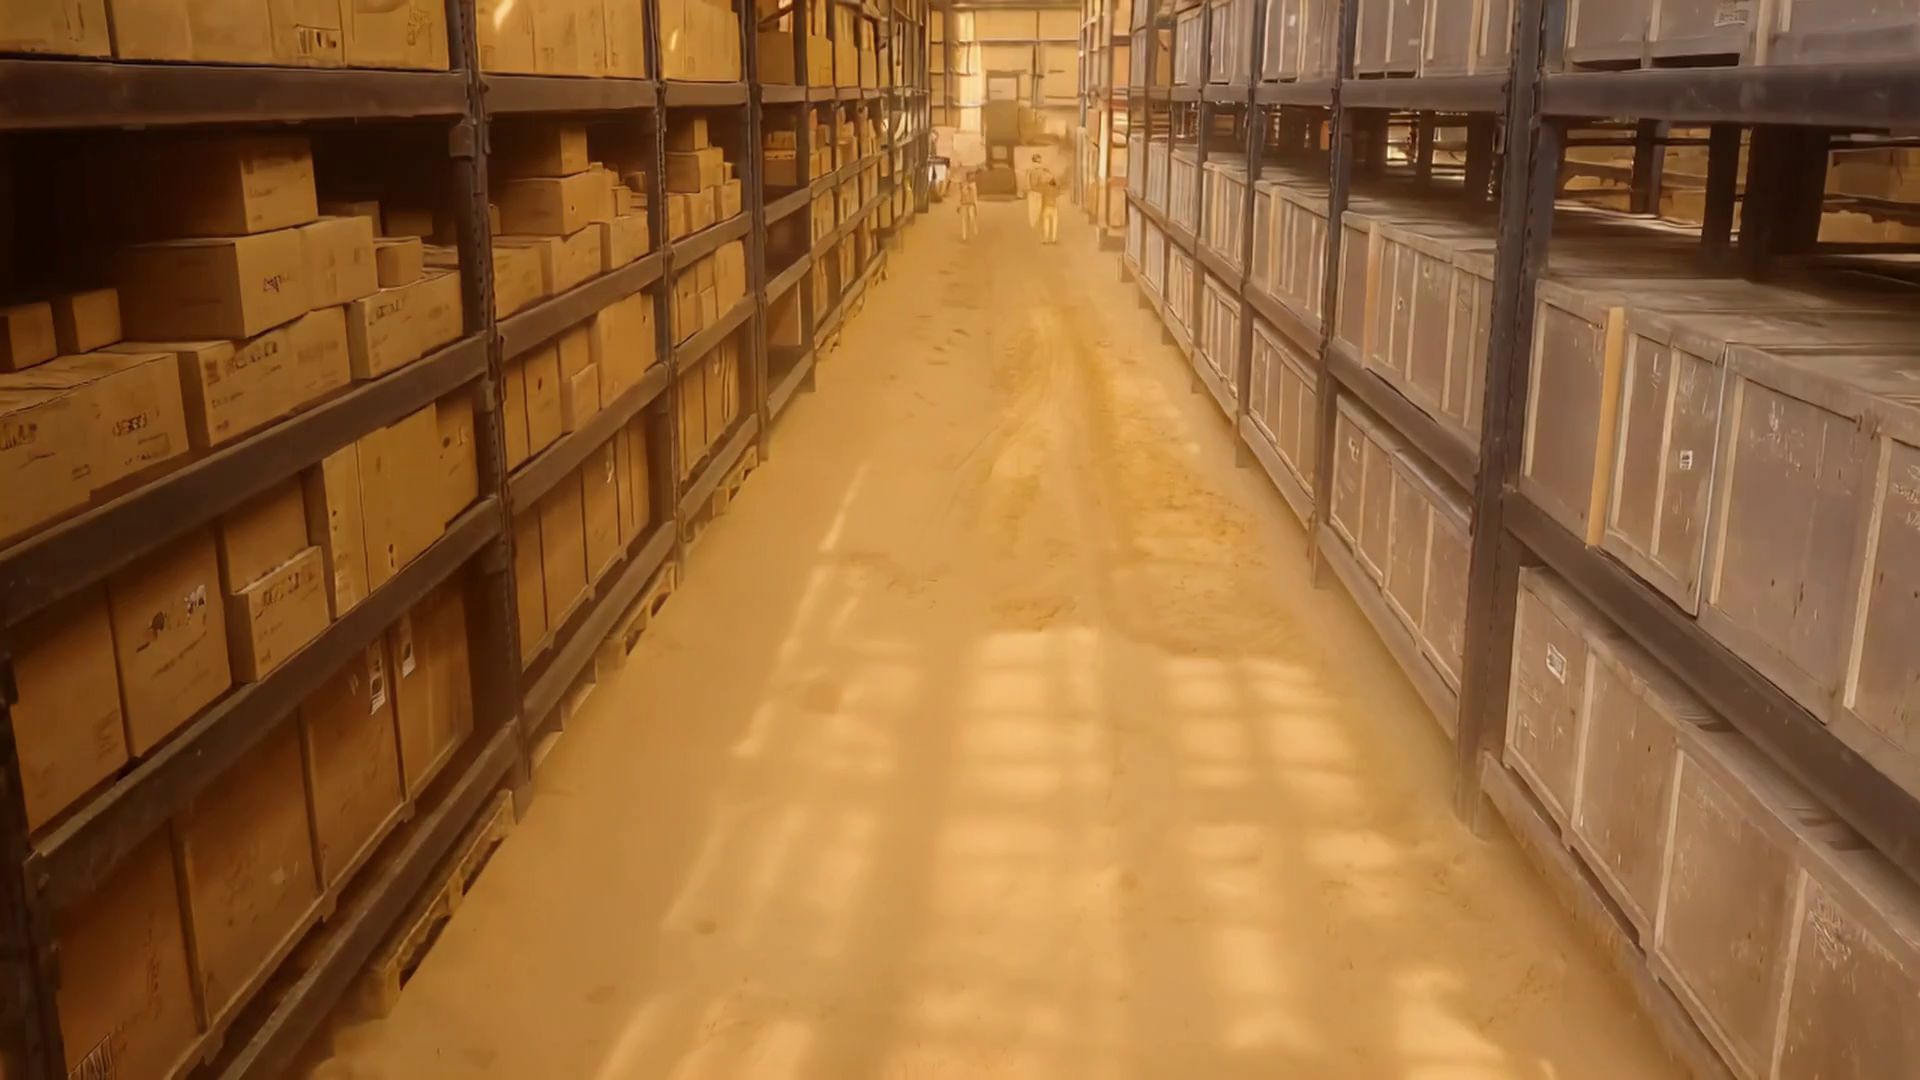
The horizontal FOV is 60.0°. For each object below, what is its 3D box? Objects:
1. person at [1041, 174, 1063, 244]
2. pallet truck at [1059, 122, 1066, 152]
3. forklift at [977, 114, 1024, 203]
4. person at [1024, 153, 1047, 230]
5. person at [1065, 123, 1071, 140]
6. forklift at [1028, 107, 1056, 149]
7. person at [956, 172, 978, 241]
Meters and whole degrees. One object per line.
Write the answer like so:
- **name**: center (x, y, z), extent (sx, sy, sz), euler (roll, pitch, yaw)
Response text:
- **person**: center (2.154, -7.765, 39.069), extent (0.502, 1.625, 0.386), euler (2, 15, 7)
- **pallet truck**: center (5.788, -21.111, 88.014), extent (1.885, 1.965, 0.823), euler (5, 16, 18)
- **forklift**: center (1.283, -12.318, 53.624), extent (1.129, 2.768, 1.873), euler (5, 16, 17)
- **person**: center (1.960, -9.058, 43.210), extent (0.619, 1.976, 0.643), euler (1, 15, 3)
- **person**: center (5.822, -21.424, 89.396), extent (0.978, 1.897, 0.552), euler (7, 16, 23)
- **forklift**: center (4.115, -19.331, 79.717), extent (1.129, 2.768, 1.873), euler (-8, 17, -26)
- **person**: center (0.155, -8.004, 39.962), extent (0.523, 1.627, 0.374), euler (3, 15, 12)
